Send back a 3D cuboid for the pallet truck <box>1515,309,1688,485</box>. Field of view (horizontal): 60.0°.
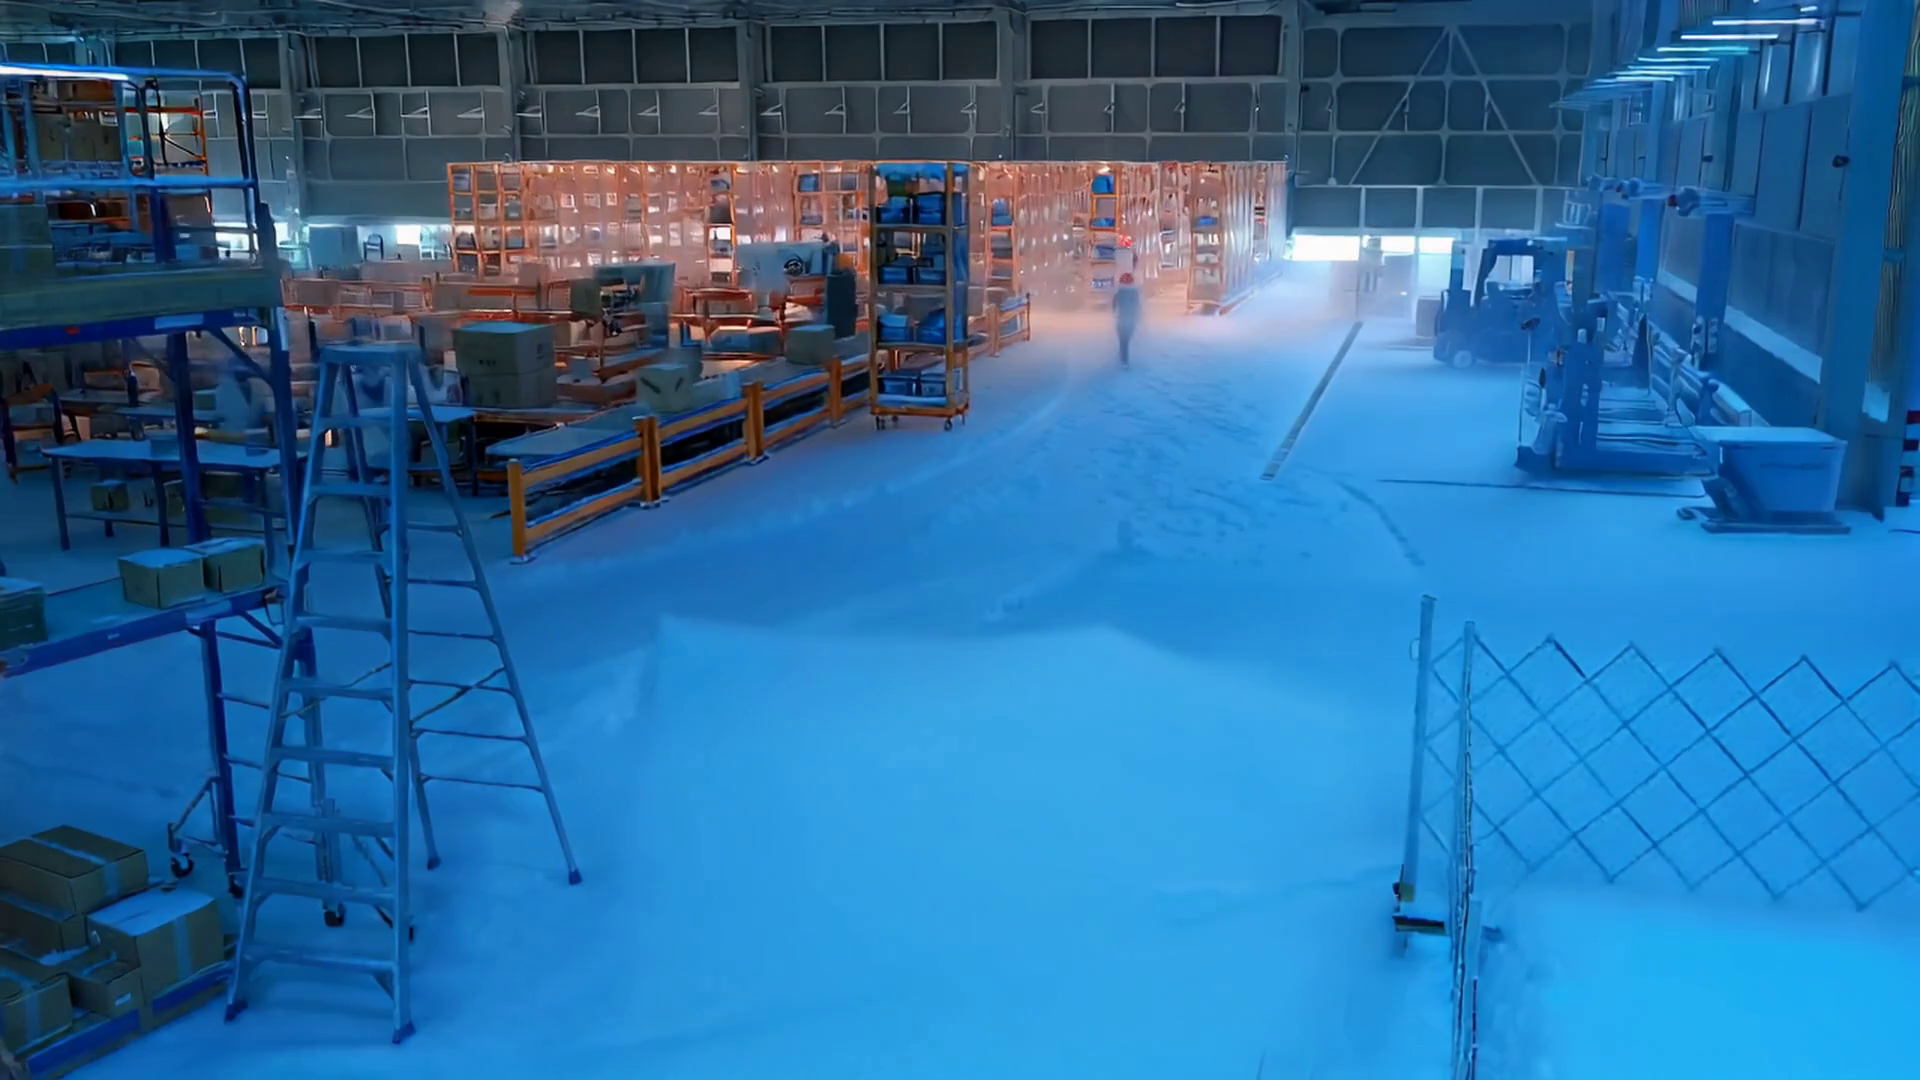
[{"bbox_3d":[7.554,-1.677,19.446,1.885,1.965,0.823,3,13,14],"label":"pallet truck"}]

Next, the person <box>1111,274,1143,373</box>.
[{"bbox_3d":[2.943,-3.862,29.497,0.525,1.722,0.937,-3,13,-14],"label":"person"}]

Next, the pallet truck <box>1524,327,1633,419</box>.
[{"bbox_3d":[9.065,-2.460,24.370,1.522,1.261,0.704,3,13,14],"label":"pallet truck"}]

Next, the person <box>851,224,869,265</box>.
[{"bbox_3d":[-3.004,-8.567,49.562,0.600,1.831,0.404,-4,14,-18],"label":"person"}]

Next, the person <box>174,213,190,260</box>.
[{"bbox_3d":[-27.922,-10.825,59.529,0.552,1.721,0.872,3,13,14],"label":"person"}]

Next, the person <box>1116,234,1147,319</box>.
[{"bbox_3d":[3.956,-6.107,38.669,0.938,1.955,0.620,9,16,35],"label":"person"}]

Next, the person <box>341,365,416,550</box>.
[{"bbox_3d":[-5.646,-0.906,16.091,0.649,2.010,0.754,-11,17,-41],"label":"person"}]

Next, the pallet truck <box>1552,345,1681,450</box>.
[{"bbox_3d":[8.641,-1.896,21.908,1.630,1.274,0.653,4,14,16],"label":"pallet truck"}]

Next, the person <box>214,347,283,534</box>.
[{"bbox_3d":[-7.312,-1.025,16.871,0.957,1.901,0.555,6,14,25],"label":"person"}]

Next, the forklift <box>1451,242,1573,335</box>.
[{"bbox_3d":[10.464,-4.597,31.405,2.680,1.987,1.157,4,14,16],"label":"forklift"}]

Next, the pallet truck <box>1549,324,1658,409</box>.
[{"bbox_3d":[9.824,-2.669,25.407,1.601,1.201,0.680,4,14,16],"label":"pallet truck"}]

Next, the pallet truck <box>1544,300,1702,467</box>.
[{"bbox_3d":[8.263,-1.952,20.631,1.885,1.965,0.823,5,14,20],"label":"pallet truck"}]

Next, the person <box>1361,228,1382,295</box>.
[{"bbox_3d":[11.165,-7.533,45.105,0.601,1.836,0.404,-2,13,-9],"label":"person"}]

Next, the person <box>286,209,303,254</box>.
[{"bbox_3d":[-25.935,-12.033,64.803,0.875,1.714,0.573,12,18,42],"label":"person"}]

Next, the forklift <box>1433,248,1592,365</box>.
[{"bbox_3d":[9.780,-4.111,29.280,2.680,1.987,1.157,3,13,14],"label":"forklift"}]
